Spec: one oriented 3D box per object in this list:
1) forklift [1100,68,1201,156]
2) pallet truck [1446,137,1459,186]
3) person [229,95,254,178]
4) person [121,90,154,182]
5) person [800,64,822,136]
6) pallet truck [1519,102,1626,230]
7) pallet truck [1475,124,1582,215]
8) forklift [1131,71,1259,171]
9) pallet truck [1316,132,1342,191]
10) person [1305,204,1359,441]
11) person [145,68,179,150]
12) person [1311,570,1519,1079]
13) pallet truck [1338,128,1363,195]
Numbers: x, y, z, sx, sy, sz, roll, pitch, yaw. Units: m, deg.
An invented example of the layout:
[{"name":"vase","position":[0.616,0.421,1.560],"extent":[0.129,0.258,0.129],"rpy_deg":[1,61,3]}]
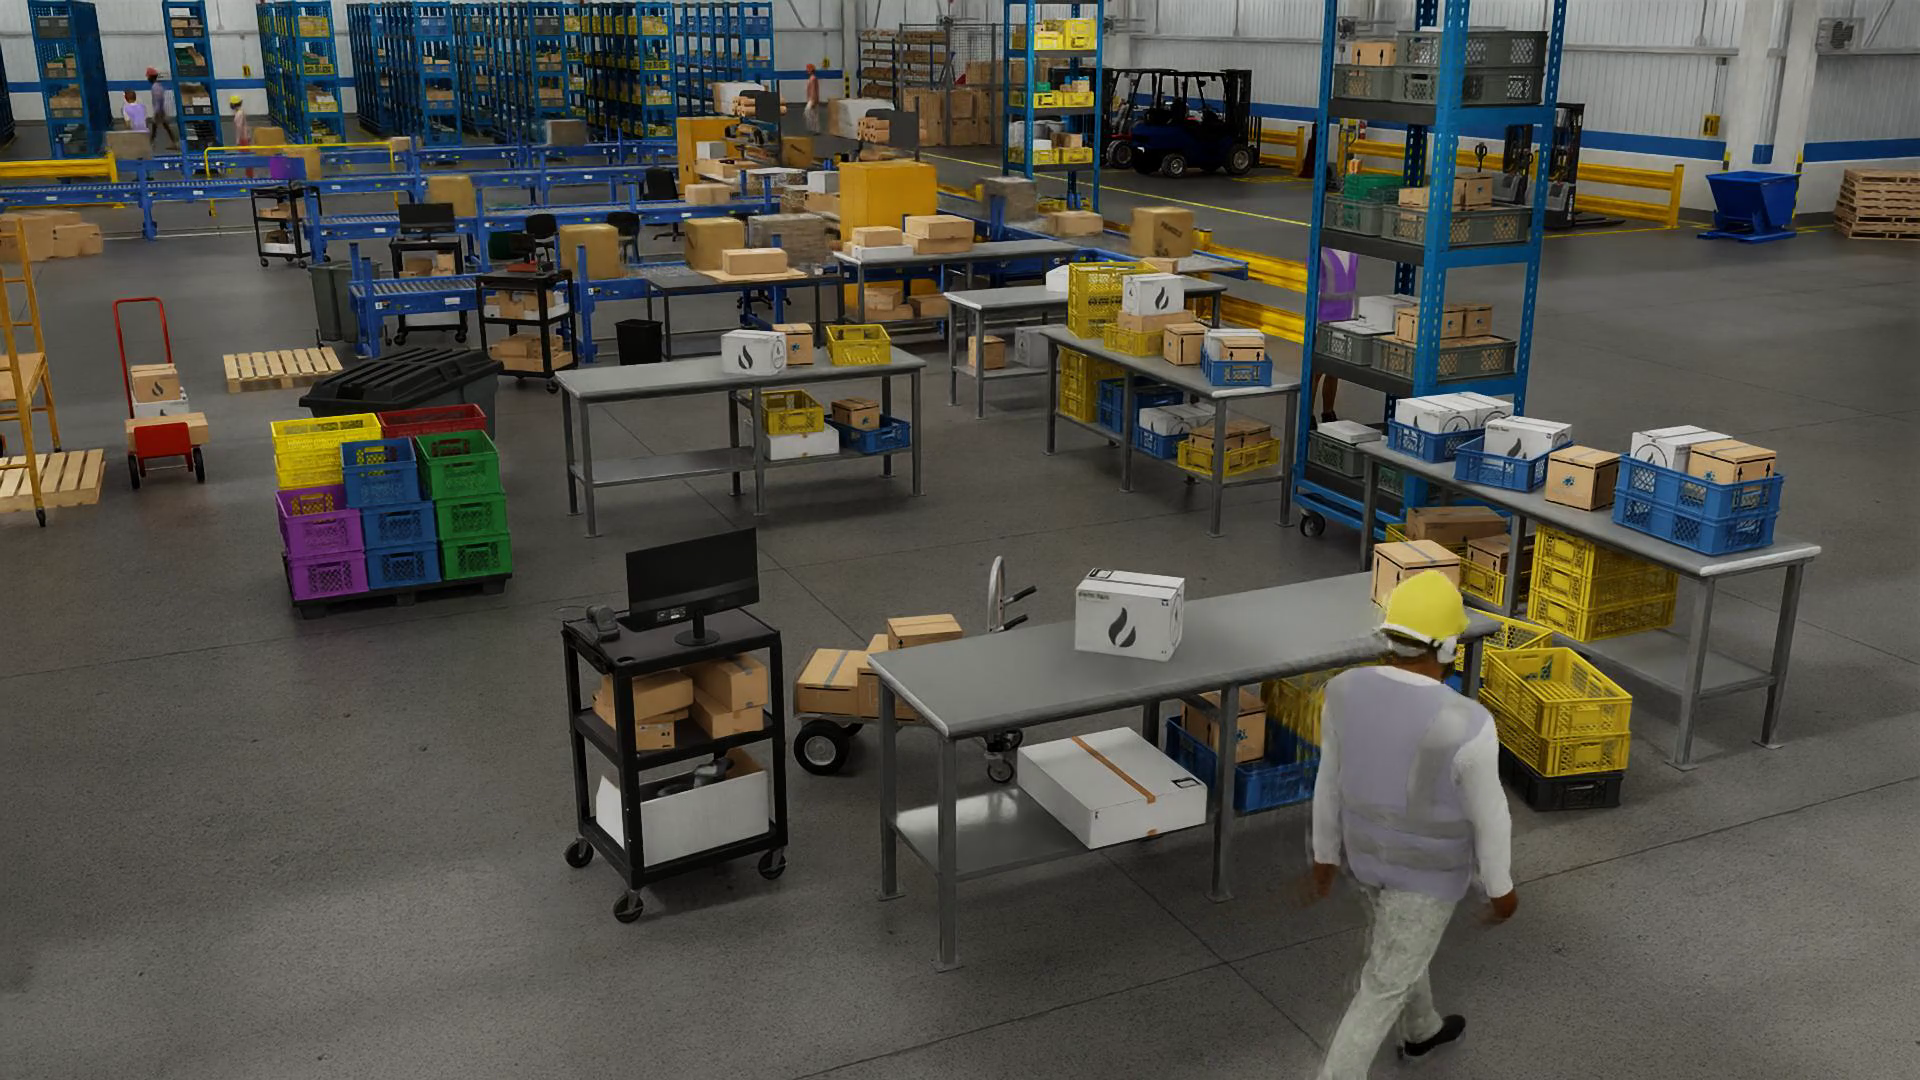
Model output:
[{"name":"forklift","position":[4.082,-9.564,37.410],"extent":[2.680,1.987,1.157],"rpy_deg":[-8,19,-23]},{"name":"pallet truck","position":[9.184,-6.485,29.328],"extent":[1.630,1.274,0.653],"rpy_deg":[-8,19,-23]},{"name":"person","position":[-14.577,-8.130,33.757],"extent":[0.330,1.768,0.531],"rpy_deg":[-7,19,-21]},{"name":"person","position":[-16.877,-8.289,34.124],"extent":[0.389,1.847,0.563],"rpy_deg":[7,19,22]},{"name":"person","position":[-4.234,-12.323,46.619],"extent":[0.729,1.969,0.660],"rpy_deg":[0,18,1]},{"name":"pallet truck","position":[9.972,-6.037,26.785],"extent":[1.885,1.965,0.823],"rpy_deg":[-9,20,-25]},{"name":"pallet truck","position":[9.707,-6.455,28.103],"extent":[1.885,1.965,0.823],"rpy_deg":[-7,19,-20]},{"name":"forklift","position":[4.998,-8.936,35.413],"extent":[2.680,1.987,1.157],"rpy_deg":[-9,20,-25]},{"name":"pallet truck","position":[7.723,-7.504,32.656],"extent":[1.601,1.201,0.680],"rpy_deg":[-8,19,-23]},{"name":"person","position":[3.002,-1.753,13.380],"extent":[0.545,1.942,0.354],"rpy_deg":[-13,22,-36]},{"name":"person","position":[-20.309,-10.830,41.866],"extent":[1.001,2.001,0.642],"rpy_deg":[-6,19,-19]},{"name":"person","position":[1.354,0.965,5.083],"extent":[0.940,1.790,0.591],"rpy_deg":[-11,21,-32]},{"name":"pallet truck","position":[7.845,-7.140,31.411],"extent":[1.522,1.261,0.704],"rpy_deg":[-9,20,-25]}]
